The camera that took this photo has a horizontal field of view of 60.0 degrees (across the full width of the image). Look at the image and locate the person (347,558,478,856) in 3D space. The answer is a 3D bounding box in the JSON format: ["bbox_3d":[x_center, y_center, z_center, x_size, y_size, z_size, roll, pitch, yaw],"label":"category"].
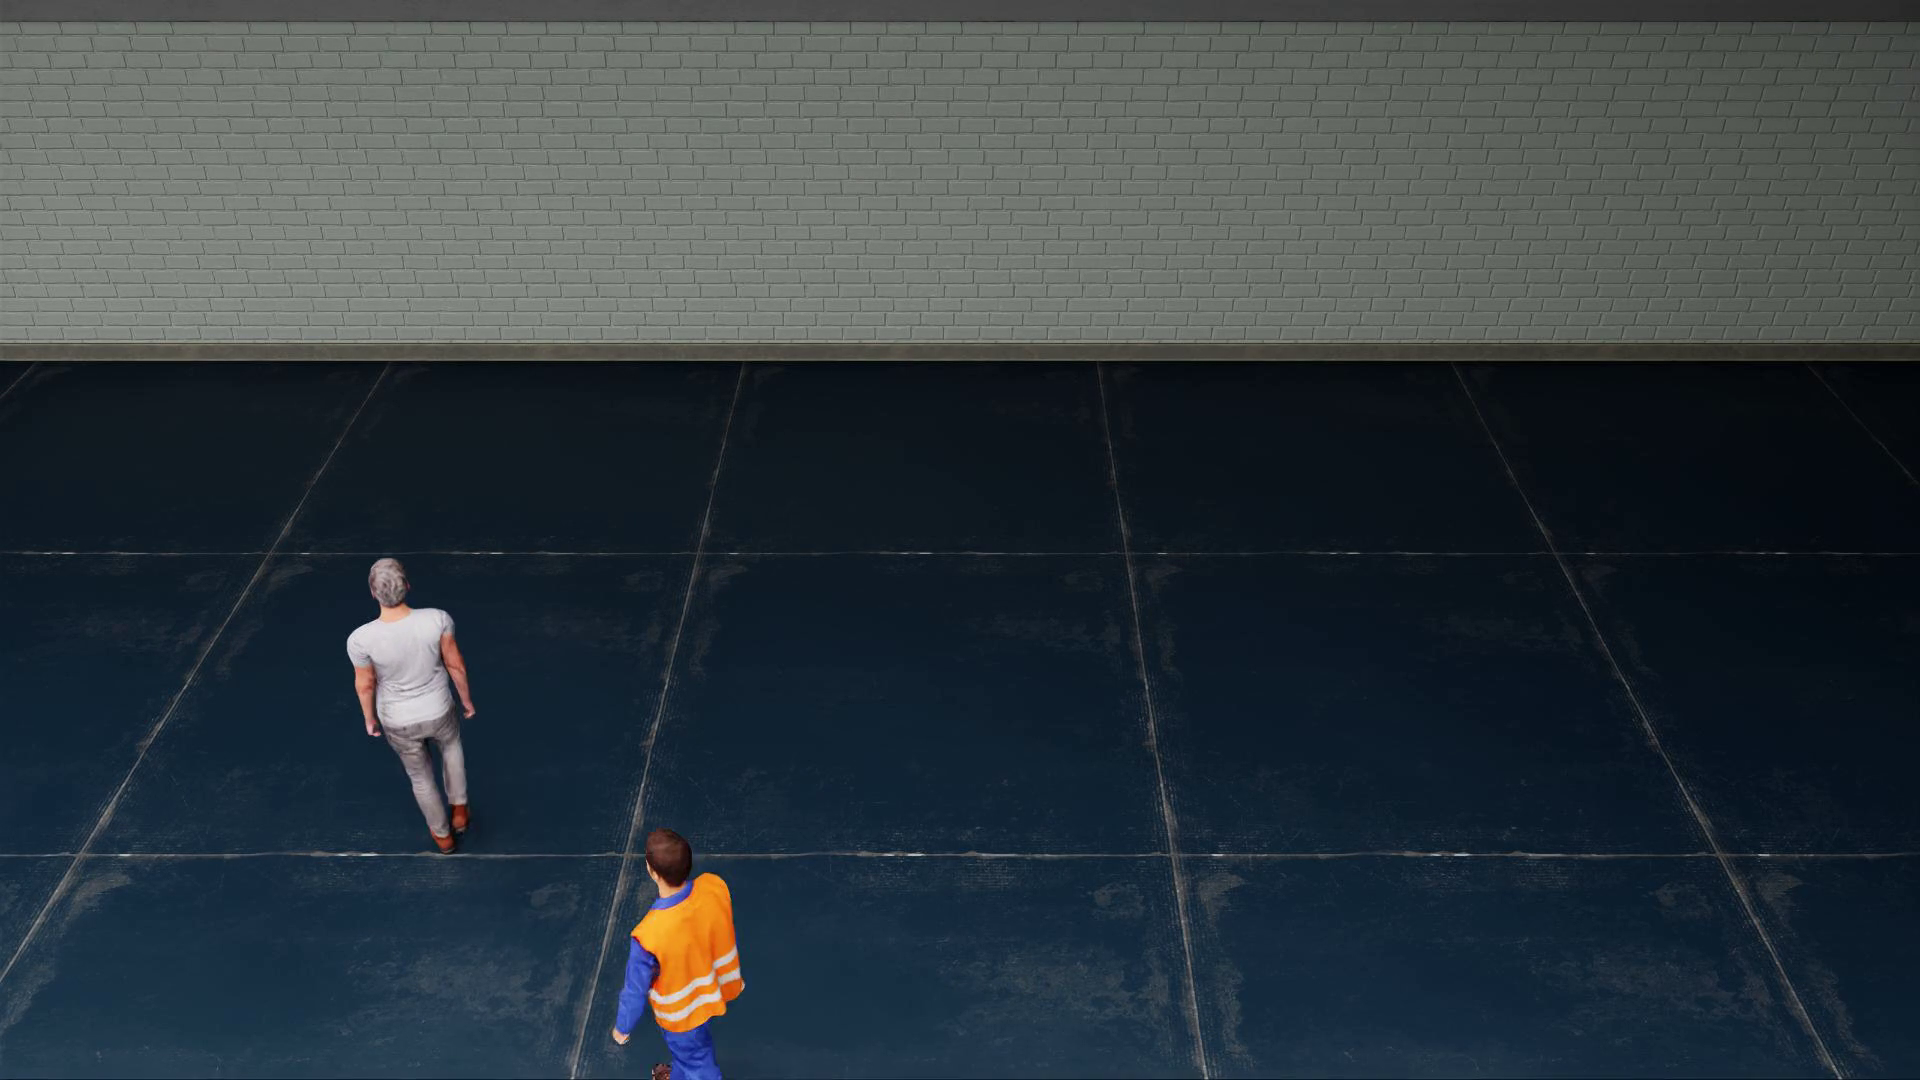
[{"bbox_3d":[-2.799,0.938,8.664,0.810,1.821,0.797,-15,36,-22],"label":"person"}]

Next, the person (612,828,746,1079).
[{"bbox_3d":[-1.067,2.006,7.008,1.065,1.837,1.044,20,38,28],"label":"person"}]
